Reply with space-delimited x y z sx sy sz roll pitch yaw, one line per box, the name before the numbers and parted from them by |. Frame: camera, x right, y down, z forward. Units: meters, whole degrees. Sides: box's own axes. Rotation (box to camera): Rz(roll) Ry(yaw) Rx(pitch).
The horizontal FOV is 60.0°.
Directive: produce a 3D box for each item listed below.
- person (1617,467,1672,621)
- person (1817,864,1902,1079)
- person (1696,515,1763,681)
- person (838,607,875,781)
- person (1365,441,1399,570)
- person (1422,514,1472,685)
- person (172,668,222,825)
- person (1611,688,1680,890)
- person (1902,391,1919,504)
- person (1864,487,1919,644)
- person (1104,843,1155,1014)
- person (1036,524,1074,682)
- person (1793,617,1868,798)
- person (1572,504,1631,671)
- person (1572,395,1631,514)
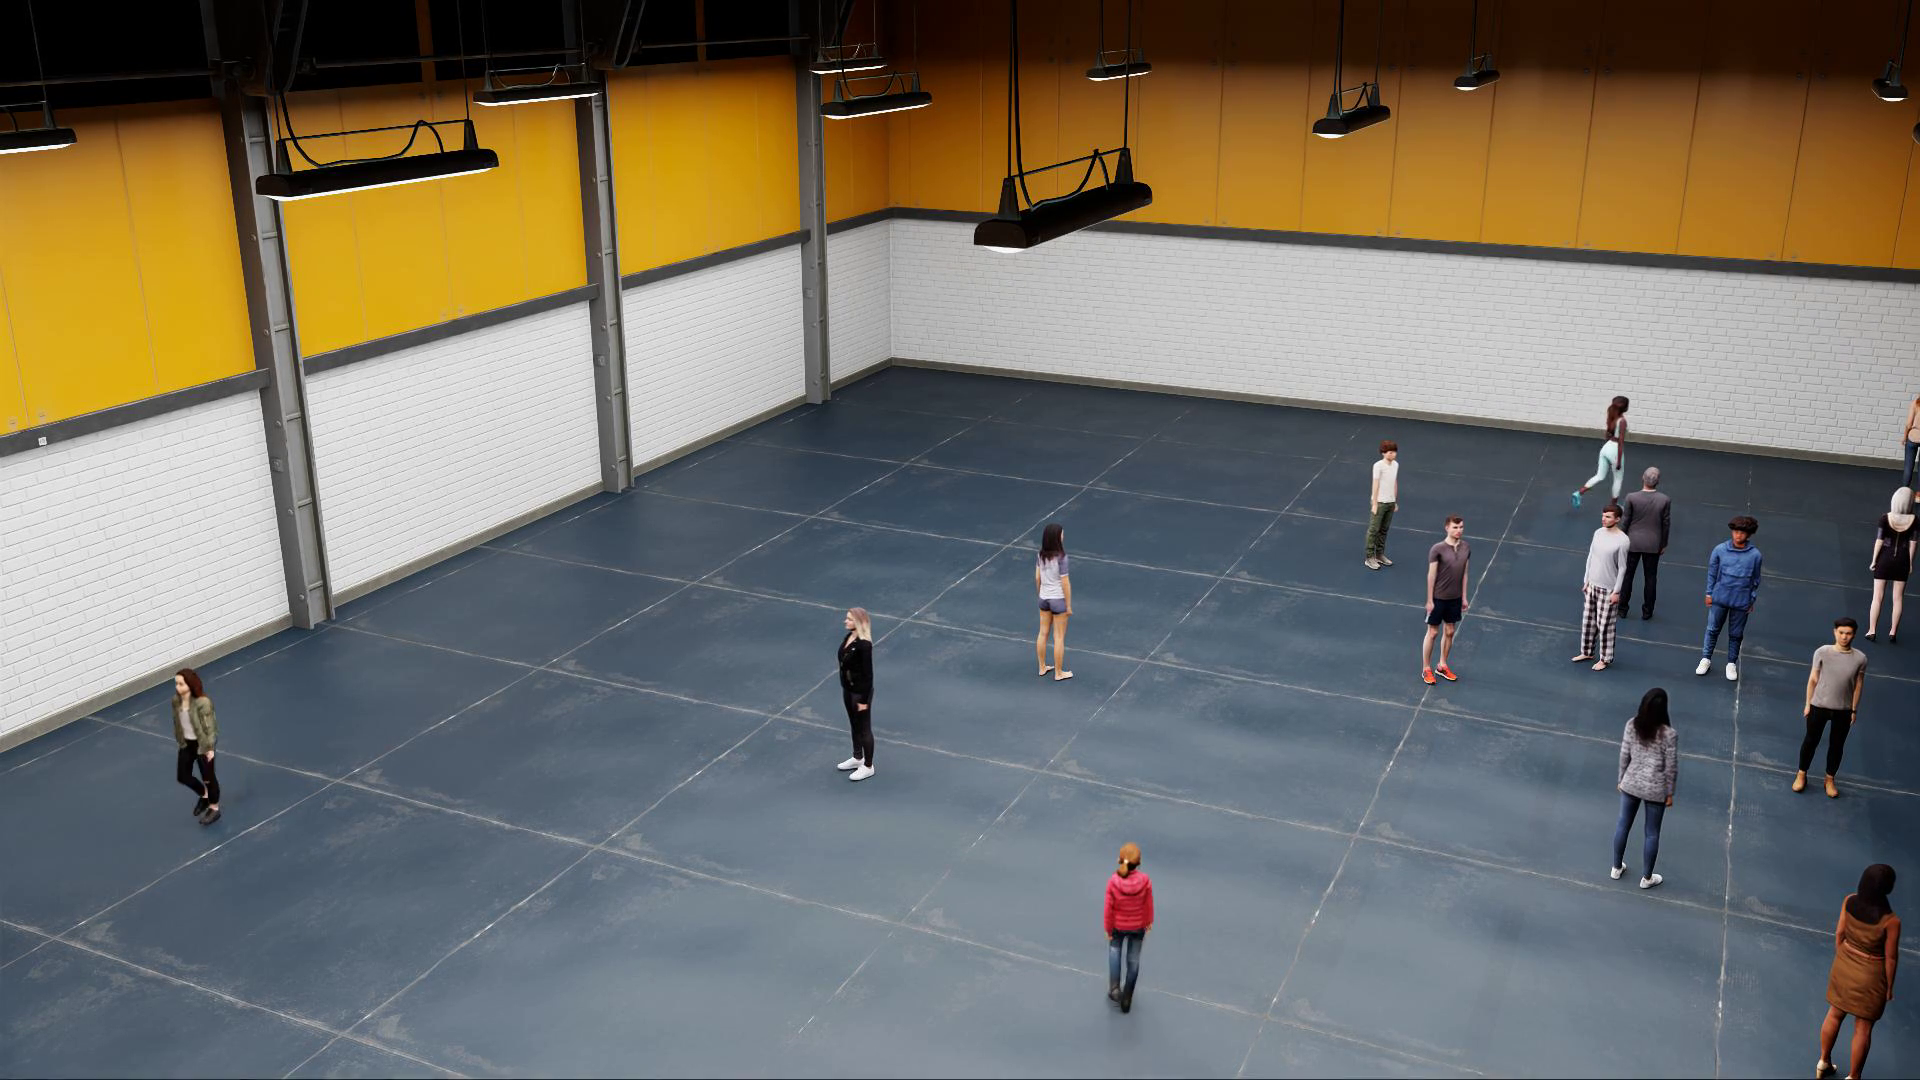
person | 8.003 0.027 19.488 0.755 1.842 0.657 5 19 15
person | 6.024 2.922 11.131 0.679 1.689 0.645 -10 21 -27
person | 8.282 0.597 17.847 0.676 1.809 0.548 9 21 26
person | -0.945 1.420 15.596 0.728 1.686 0.691 -9 21 -25
person | 5.408 -0.474 21.272 0.635 1.654 0.727 -11 22 -30
person | 5.180 0.609 17.743 0.726 1.853 0.773 -5 19 -16
person | -6.731 1.805 14.794 0.635 1.468 0.632 4 19 13
person | 5.648 2.026 13.725 0.673 1.732 0.631 17 25 41
person | 13.786 -1.426 23.885 0.594 1.790 0.521 7 20 21
person | 10.523 0.278 18.763 0.588 1.829 0.513 7 20 19
person | 1.218 2.824 12.019 0.581 1.308 0.605 2 19 5
person | 1.001 0.648 17.813 0.643 1.734 0.614 17 25 40
person | 8.011 1.507 15.279 0.604 1.724 0.522 8 20 22
person | 7.014 0.489 18.107 0.726 1.847 0.703 -10 21 -28
person | 9.040 -1.169 23.259 1.028 1.700 1.038 -4 19 -12
